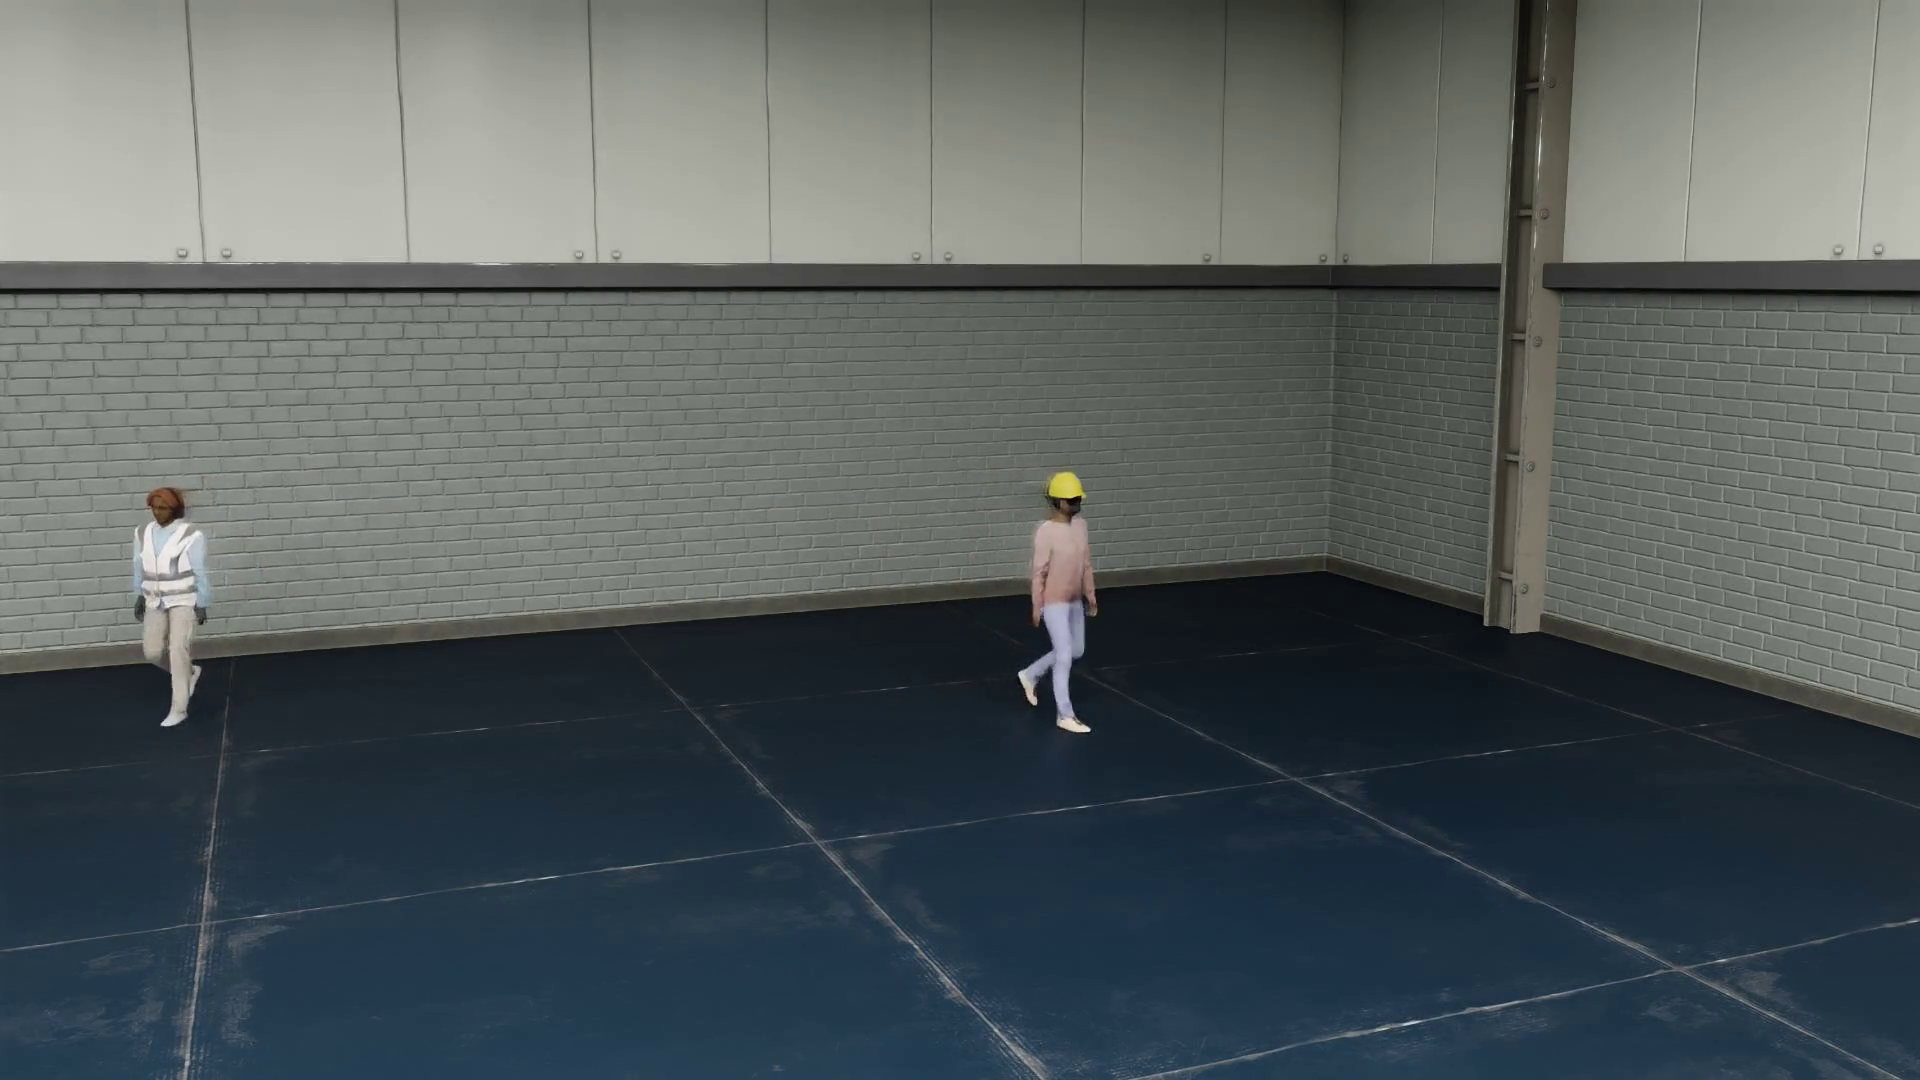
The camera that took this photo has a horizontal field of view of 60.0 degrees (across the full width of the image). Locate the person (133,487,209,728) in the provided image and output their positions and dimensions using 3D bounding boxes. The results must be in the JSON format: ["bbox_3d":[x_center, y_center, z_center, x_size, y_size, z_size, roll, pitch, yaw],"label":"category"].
[{"bbox_3d":[-5.326,0.428,11.324,0.519,1.618,0.528,2,9,12],"label":"person"}]

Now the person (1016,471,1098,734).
[{"bbox_3d":[0.629,0.393,11.147,0.628,1.746,0.523,7,11,37],"label":"person"}]
